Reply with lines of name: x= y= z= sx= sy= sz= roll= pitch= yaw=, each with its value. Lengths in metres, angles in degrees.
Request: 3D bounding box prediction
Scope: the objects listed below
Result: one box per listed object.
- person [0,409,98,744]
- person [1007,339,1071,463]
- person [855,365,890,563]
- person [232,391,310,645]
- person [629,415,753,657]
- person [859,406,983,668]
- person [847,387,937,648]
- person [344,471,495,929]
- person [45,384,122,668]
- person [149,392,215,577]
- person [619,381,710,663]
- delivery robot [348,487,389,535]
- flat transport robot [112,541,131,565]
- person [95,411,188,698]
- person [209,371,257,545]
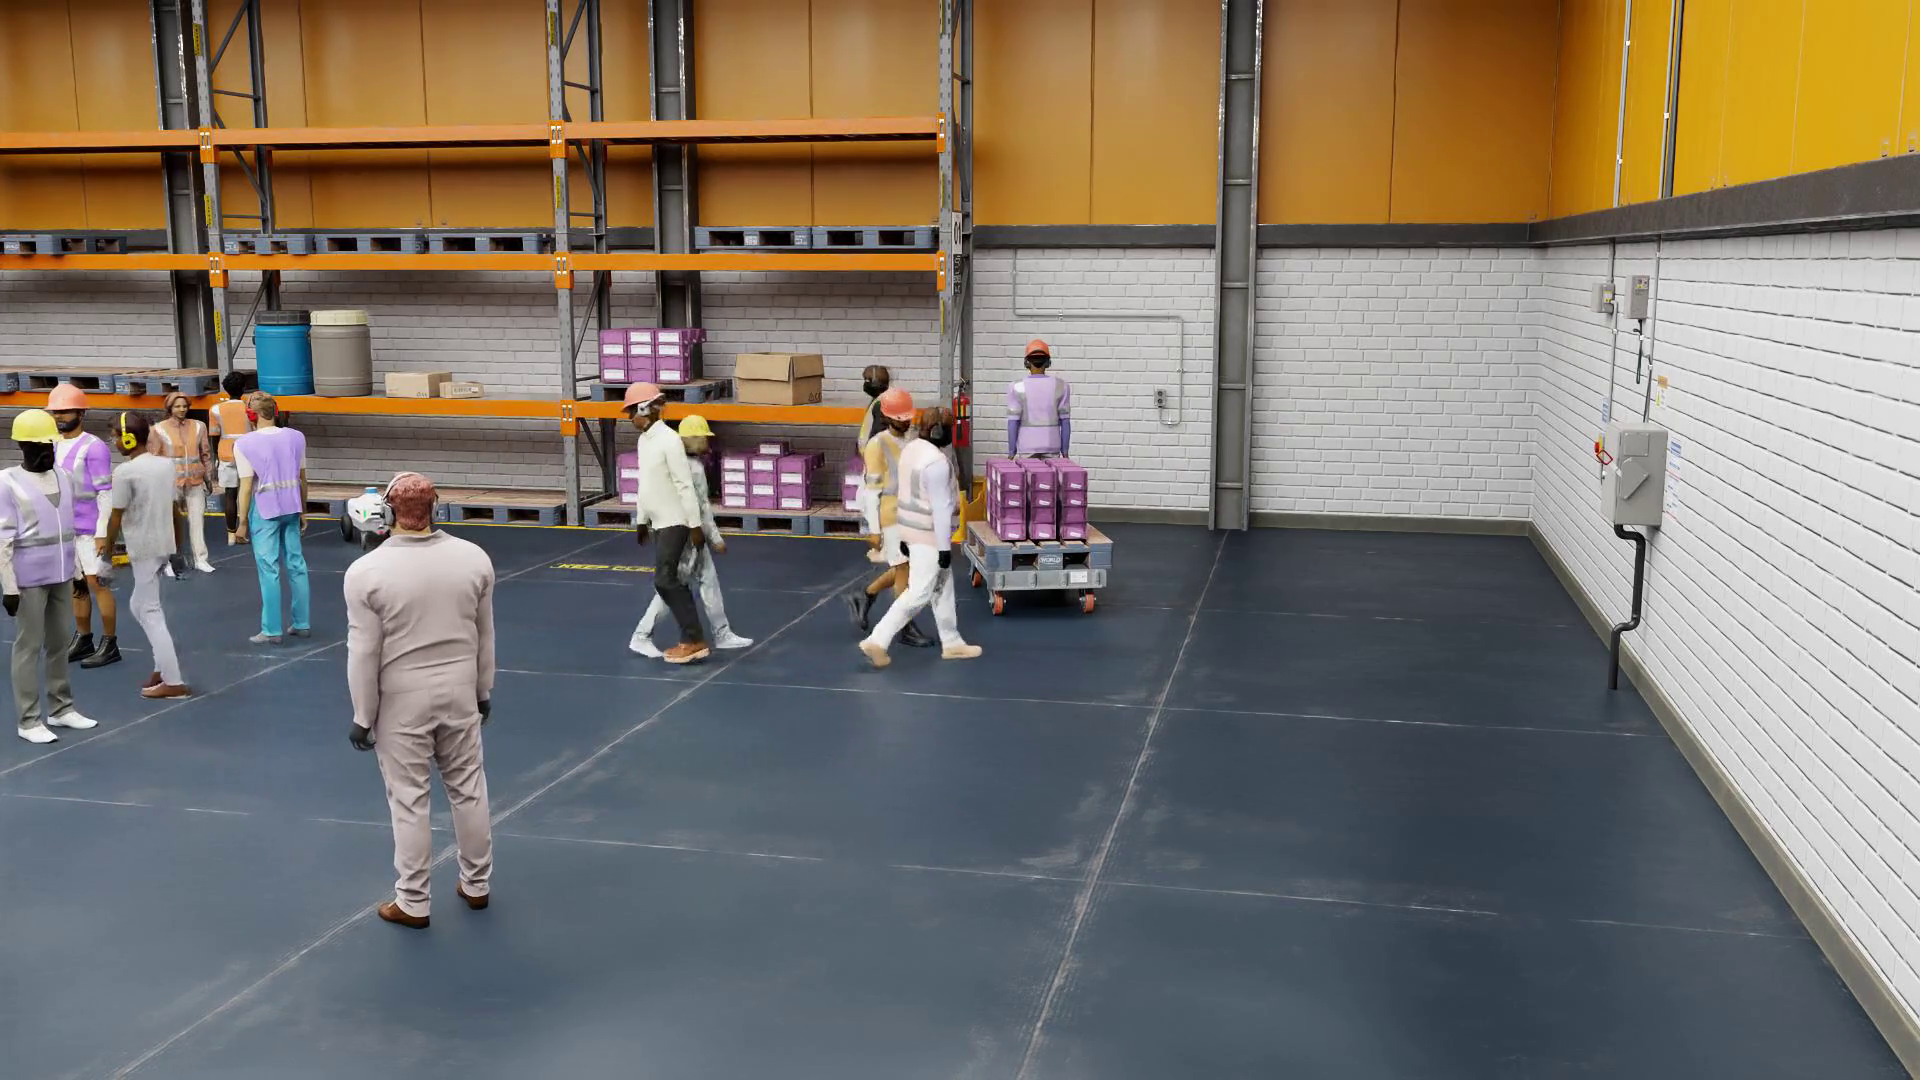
person: x=-5.304 y=0.201 z=9.649 sx=0.382 sy=1.924 sz=0.594 roll=2 pitch=10 yaw=14
person: x=0.733 y=-0.862 z=15.634 sx=0.605 sy=2.034 sz=0.392 roll=-1 pitch=10 yaw=-6
person: x=-0.737 y=-0.690 z=15.239 sx=0.469 sy=1.821 sz=0.634 roll=-1 pitch=10 yaw=-8
person: x=-4.957 y=-0.156 z=12.026 sx=0.388 sy=1.838 sz=0.564 roll=6 pitch=11 yaw=32
person: x=-1.928 y=-0.029 z=11.668 sx=0.875 sy=1.706 sz=0.489 roll=-3 pitch=10 yaw=-16
person: x=-0.281 y=-0.017 z=11.345 sx=0.885 sy=1.802 sz=0.642 roll=-3 pitch=10 yaw=-18
person: x=-0.525 y=-0.171 z=11.961 sx=0.691 sy=1.894 sz=0.571 roll=7 pitch=12 yaw=35
person: x=-2.259 y=0.664 z=6.969 sx=0.643 sy=1.910 sz=0.400 roll=-9 pitch=13 yaw=-42
person: x=-6.026 y=-0.096 z=11.361 sx=0.551 sy=1.941 sz=0.340 roll=5 pitch=11 yaw=25
person: x=-6.856 y=-0.494 z=14.658 sx=0.317 sy=1.630 sz=0.511 roll=9 pitch=13 yaw=42
person: x=-2.034 y=-0.121 z=11.489 sx=0.564 sy=1.947 sz=0.640 roll=-5 pitch=11 yaw=-26
delivery robot: x=-5.739 y=-0.275 z=16.248 sx=0.477 sy=0.478 sz=0.707 roll=-6 pitch=11 yaw=-31
flat transport robot: x=-8.287 y=0.100 z=15.147 sx=1.431 sy=0.197 sz=0.652 roll=5 pitch=11 yaw=27
person: x=-5.172 y=0.107 z=10.478 sx=0.554 sy=1.842 sz=0.497 roll=1 pitch=10 yaw=7
person: x=-7.009 y=-0.791 z=16.205 sx=0.529 sy=1.697 sz=0.321 roll=-1 pitch=10 yaw=-7
